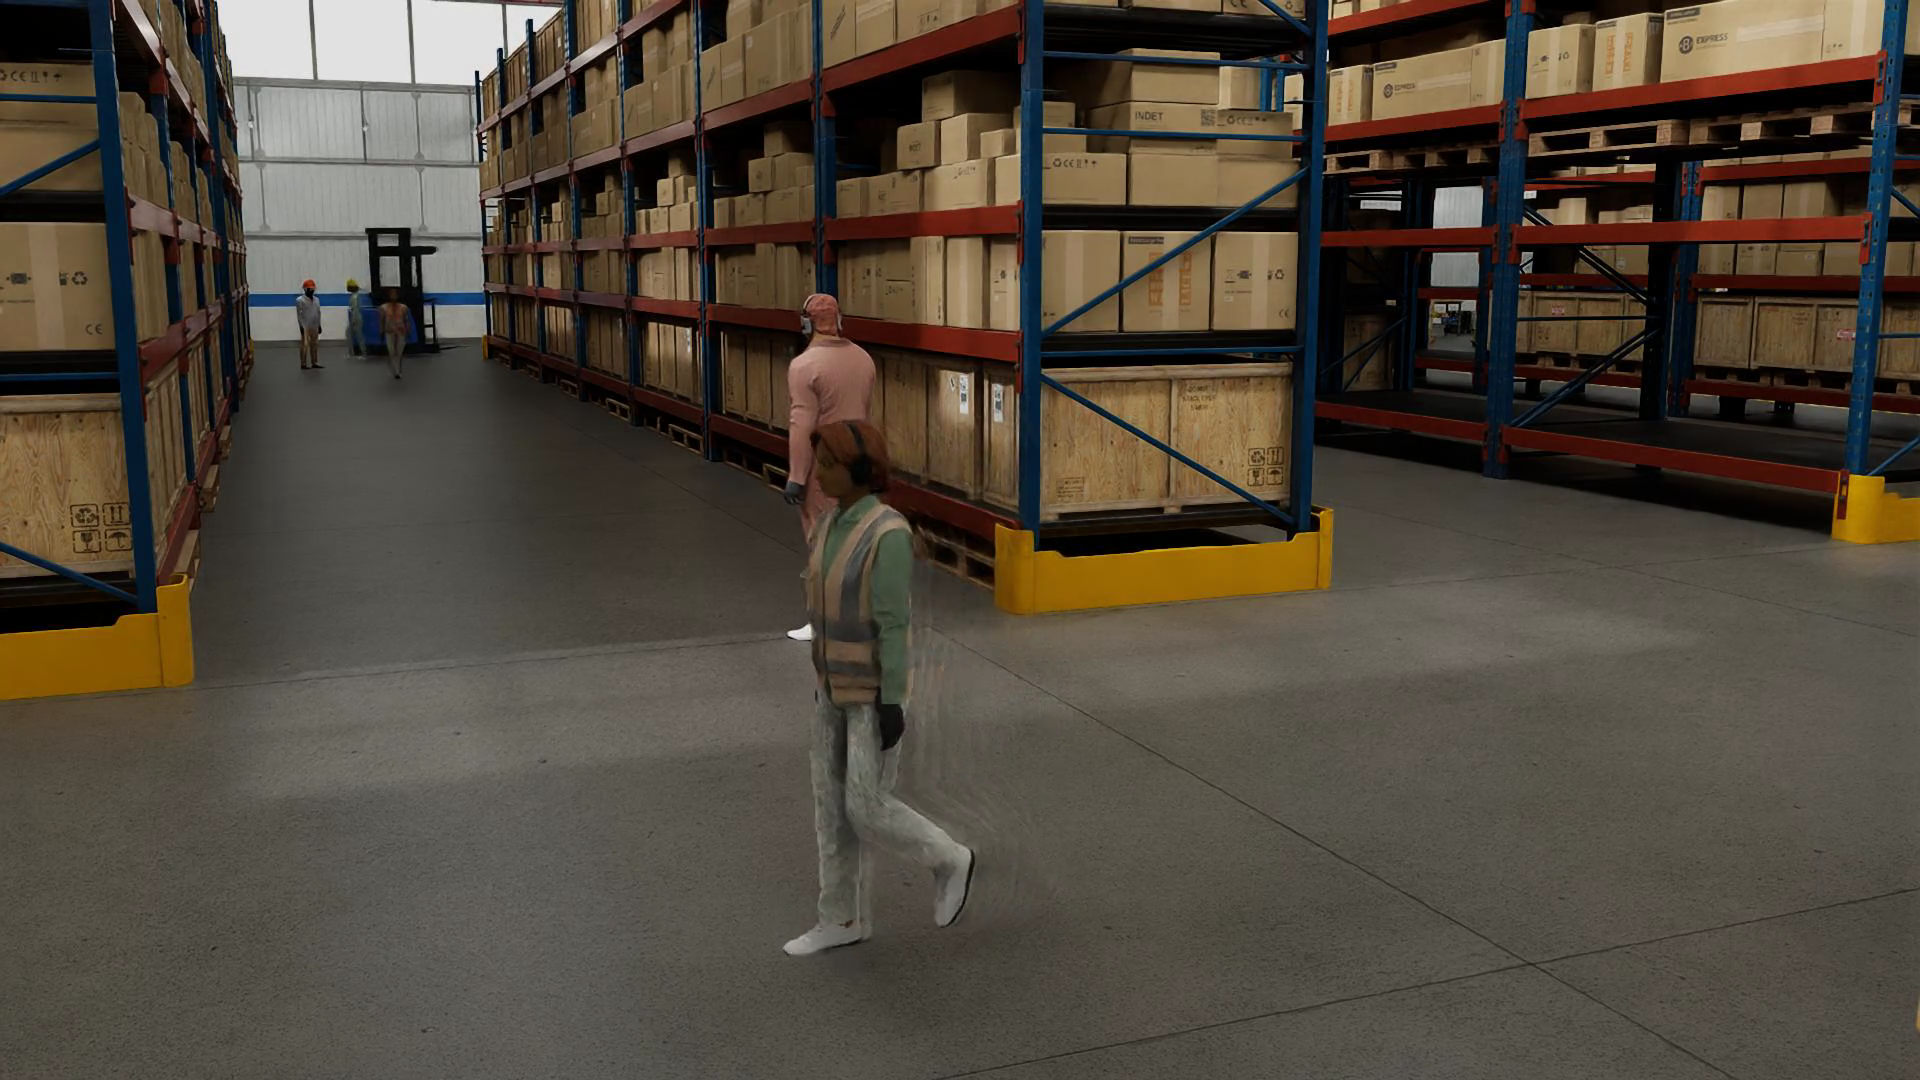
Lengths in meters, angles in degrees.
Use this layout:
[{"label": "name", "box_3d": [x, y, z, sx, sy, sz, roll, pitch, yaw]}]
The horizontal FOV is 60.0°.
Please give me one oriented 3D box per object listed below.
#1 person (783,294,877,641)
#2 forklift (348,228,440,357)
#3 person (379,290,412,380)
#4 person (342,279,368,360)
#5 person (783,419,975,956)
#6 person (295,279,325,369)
[{"label": "person", "box_3d": [-0.741, -0.391, 9.134, 0.403, 1.904, 0.637, 7, 12, 35]}, {"label": "forklift", "box_3d": [-12.470, -5.439, 36.443, 1.129, 2.768, 1.873, 2, 10, 14]}, {"label": "person", "box_3d": [-10.031, -3.653, 29.582, 0.533, 1.588, 0.853, -5, 11, -27]}, {"label": "person", "box_3d": [-12.961, -4.692, 35.404, 0.649, 1.717, 0.518, -5, 11, -26]}, {"label": "person", "box_3d": [-0.256, 0.444, 4.960, 0.510, 1.622, 0.527, -6, 11, -32]}, {"label": "person", "box_3d": [-12.637, -4.190, 32.369, 0.360, 1.742, 0.563, 4, 10, 24]}]
